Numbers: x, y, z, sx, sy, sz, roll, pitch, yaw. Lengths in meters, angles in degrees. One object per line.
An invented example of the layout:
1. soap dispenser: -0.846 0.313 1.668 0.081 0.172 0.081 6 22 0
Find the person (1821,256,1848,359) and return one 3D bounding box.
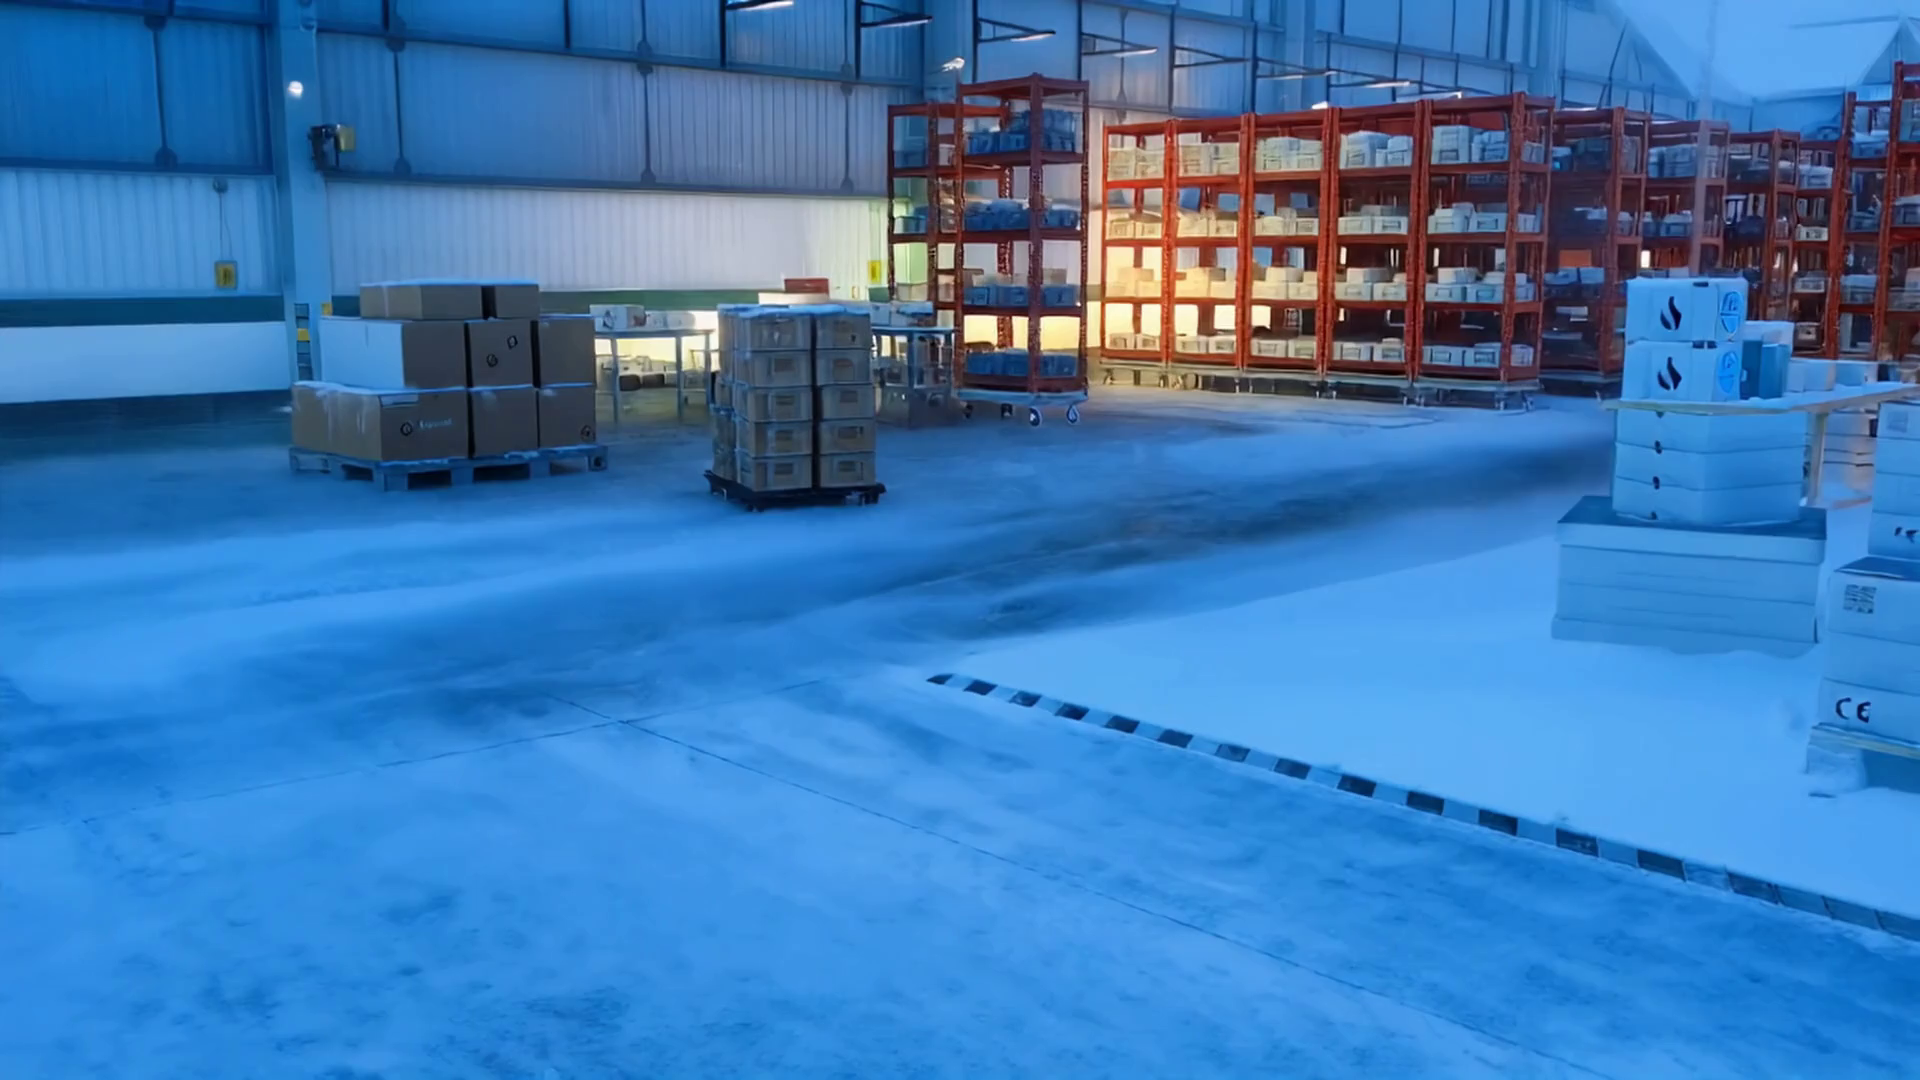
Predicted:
1. person: 14.338 -3.747 27.282 0.403 1.835 0.588 6 11 33
